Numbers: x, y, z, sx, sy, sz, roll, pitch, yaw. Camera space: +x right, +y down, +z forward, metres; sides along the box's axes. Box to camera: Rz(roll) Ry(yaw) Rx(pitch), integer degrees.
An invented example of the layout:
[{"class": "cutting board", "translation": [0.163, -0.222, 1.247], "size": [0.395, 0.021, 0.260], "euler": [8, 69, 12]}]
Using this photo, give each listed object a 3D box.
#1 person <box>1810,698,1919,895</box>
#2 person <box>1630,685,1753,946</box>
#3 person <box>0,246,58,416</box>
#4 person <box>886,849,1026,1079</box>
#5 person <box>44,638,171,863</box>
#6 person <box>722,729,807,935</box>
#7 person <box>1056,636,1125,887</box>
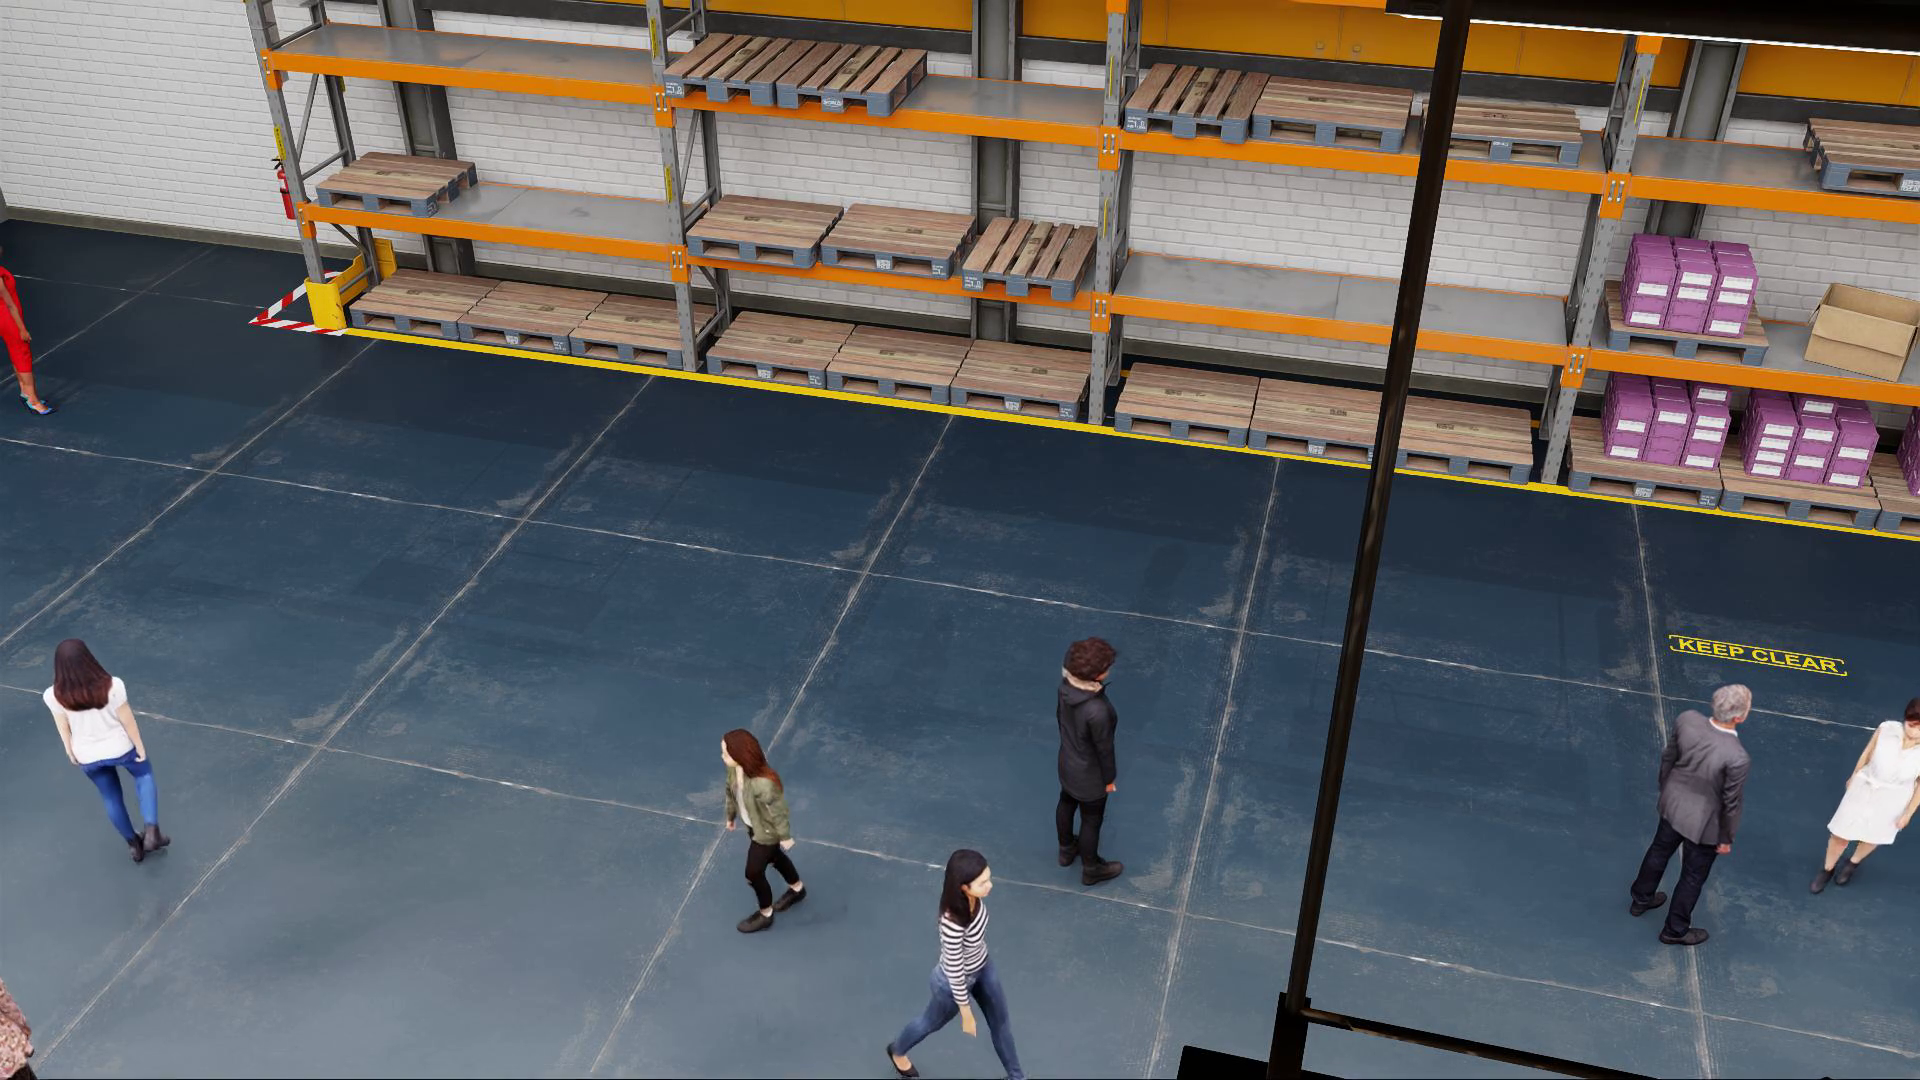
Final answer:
[{"class": "person", "translation": [5.585, 1.506, 10.024], "size": [0.702, 1.531, 0.752], "euler": [27, 42, 34]}, {"class": "person", "translation": [4.277, 1.567, 9.653], "size": [0.835, 1.841, 0.811], "euler": [-13, 36, -19]}, {"class": "person", "translation": [-8.583, -1.955, 15.039], "size": [0.712, 1.744, 0.617], "euler": [-24, 41, -32]}, {"class": "person", "translation": [-0.083, 2.293, 8.648], "size": [1.128, 1.744, 0.653], "euler": [10, 35, 15]}, {"class": "person", "translation": [-5.193, 1.352, 10.124], "size": [0.729, 1.676, 0.798], "euler": [-12, 35, -17]}, {"class": "person", "translation": [-1.104, 1.684, 9.833], "size": [0.868, 1.447, 0.812], "euler": [-26, 41, -33]}, {"class": "person", "translation": [0.755, 1.343, 10.046], "size": [0.798, 1.778, 0.730], "euler": [-20, 39, -28]}]
